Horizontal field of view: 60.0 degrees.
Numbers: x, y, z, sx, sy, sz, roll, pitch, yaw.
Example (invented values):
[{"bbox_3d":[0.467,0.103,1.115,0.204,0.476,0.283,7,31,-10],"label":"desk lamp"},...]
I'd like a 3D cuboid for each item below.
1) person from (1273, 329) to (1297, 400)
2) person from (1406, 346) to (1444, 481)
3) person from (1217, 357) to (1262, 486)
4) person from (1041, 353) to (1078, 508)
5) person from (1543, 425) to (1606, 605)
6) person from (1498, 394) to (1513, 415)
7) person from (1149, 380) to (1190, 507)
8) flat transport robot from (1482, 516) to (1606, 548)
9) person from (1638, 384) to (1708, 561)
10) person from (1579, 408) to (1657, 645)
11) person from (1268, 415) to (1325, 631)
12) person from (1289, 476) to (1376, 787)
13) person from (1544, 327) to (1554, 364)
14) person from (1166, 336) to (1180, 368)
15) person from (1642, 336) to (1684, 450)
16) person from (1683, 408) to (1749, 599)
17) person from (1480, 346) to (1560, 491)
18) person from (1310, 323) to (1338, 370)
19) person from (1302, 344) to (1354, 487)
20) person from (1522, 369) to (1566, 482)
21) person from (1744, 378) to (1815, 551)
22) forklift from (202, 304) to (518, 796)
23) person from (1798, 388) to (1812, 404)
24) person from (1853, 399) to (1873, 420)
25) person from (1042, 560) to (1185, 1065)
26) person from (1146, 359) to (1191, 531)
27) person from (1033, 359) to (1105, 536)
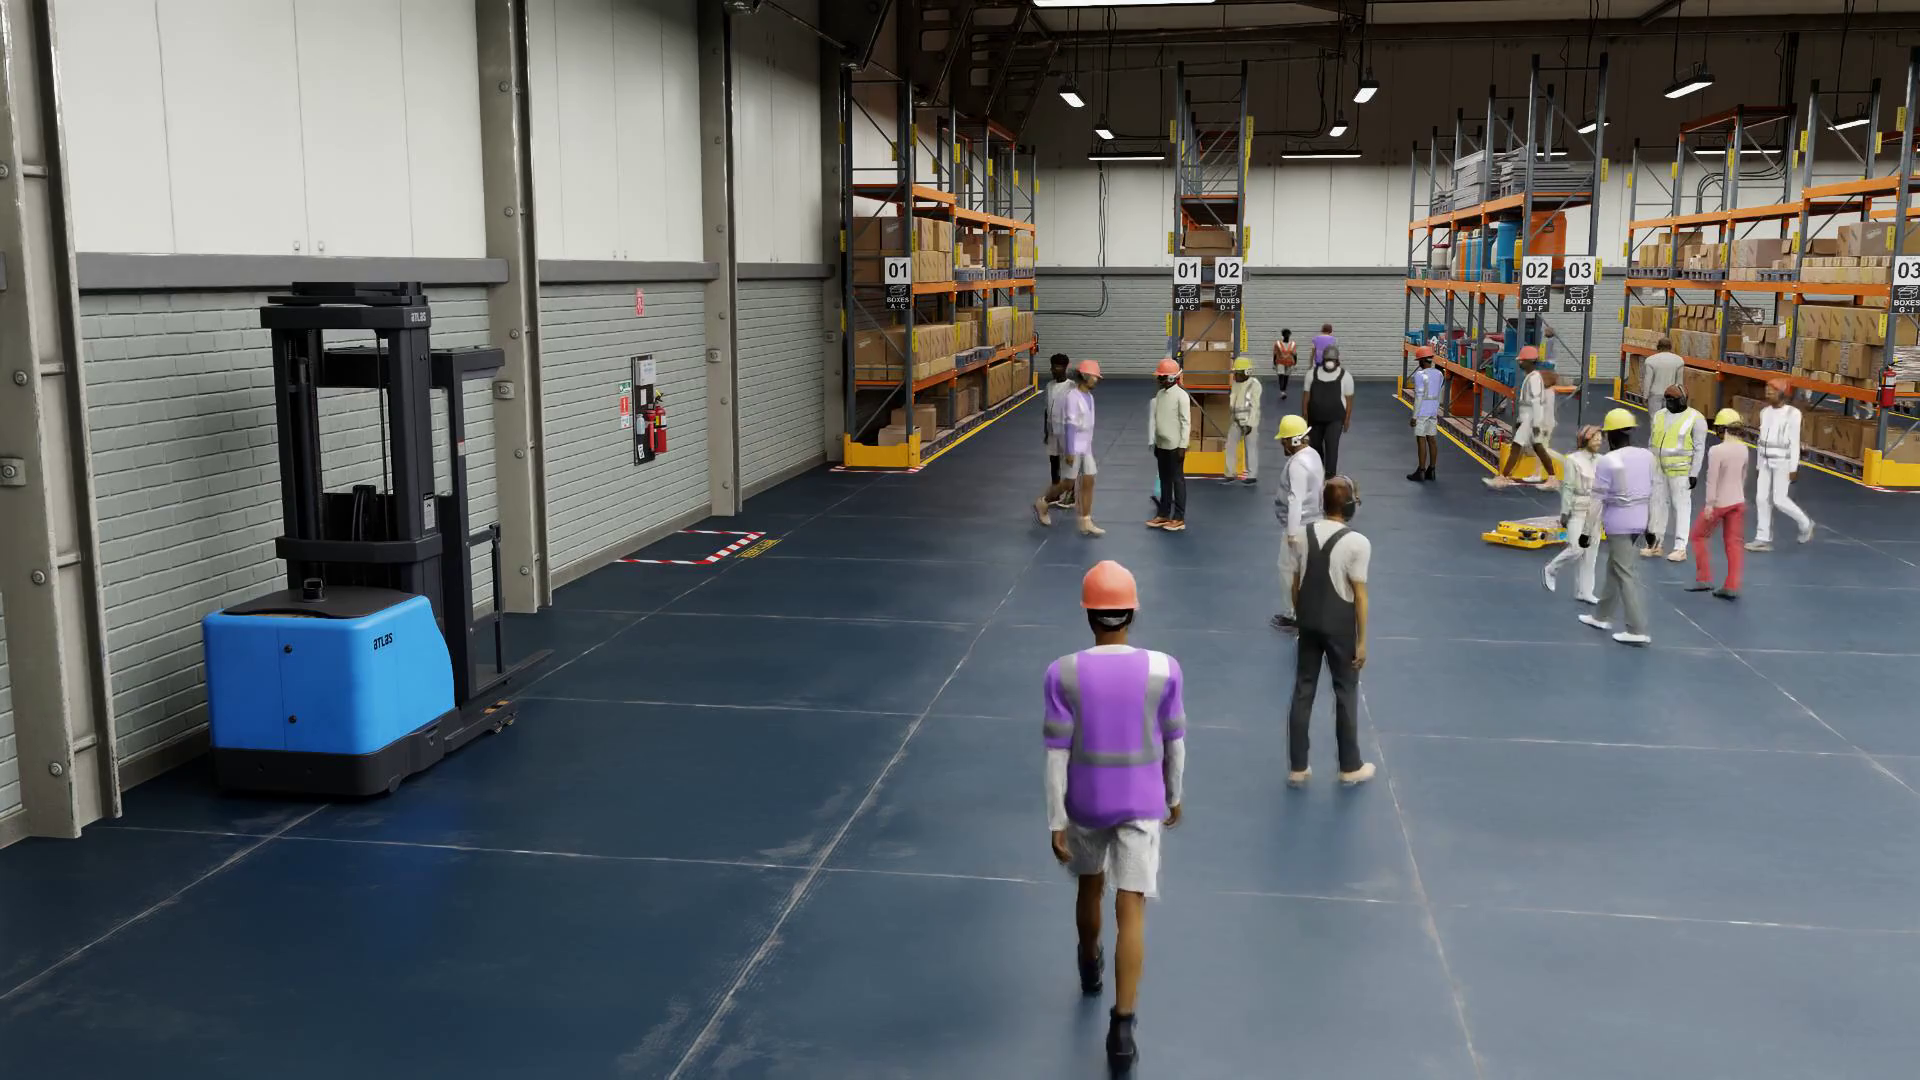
[{"bbox_3d":[7.591,-4.092,38.794,0.546,1.633,0.917,0,9,-1],"label":"person"},{"bbox_3d":[6.694,-1.830,23.969,0.543,1.938,0.356,-7,11,-36],"label":"person"},{"bbox_3d":[3.906,-1.641,23.206,0.713,1.800,0.598,-7,11,-35],"label":"person"},{"bbox_3d":[1.286,-1.404,21.250,0.361,1.963,0.618,-8,12,-41],"label":"person"},{"bbox_3d":[5.635,-0.245,15.122,0.522,1.622,0.500,-5,10,-27],"label":"person"},{"bbox_3d":[11.592,-3.614,34.943,0.604,1.948,0.386,7,12,37],"label":"person"},{"bbox_3d":[2.658,-1.296,21.356,0.536,1.724,0.898,5,11,31],"label":"person"},{"bbox_3d":[6.593,-0.106,18.594,1.431,0.197,0.652,-5,11,-30],"label":"flat transport robot"},{"bbox_3d":[7.439,-0.710,17.380,0.429,1.837,0.621,-6,11,-31],"label":"person"},{"bbox_3d":[5.323,-0.128,13.602,0.599,1.887,0.883,-5,10,-27],"label":"person"},{"bbox_3d":[2.842,-0.148,13.991,0.419,1.815,0.609,5,10,26],"label":"person"},{"bbox_3d":[2.178,0.541,9.760,0.513,1.822,0.582,8,12,40],"label":"person"},{"bbox_3d":[14.665,-4.476,41.284,0.629,1.610,0.509,4,10,25],"label":"person"},{"bbox_3d":[5.323,-4.562,40.928,0.441,1.900,0.702,-8,12,-42],"label":"person"},{"bbox_3d":[11.490,-2.357,27.217,0.633,1.936,0.353,1,9,3],"label":"person"},{"bbox_3d":[7.007,-0.345,15.386,0.544,1.741,0.612,-4,10,-26],"label":"person"},{"bbox_3d":[7.750,-1.653,22.740,1.055,1.986,0.635,3,10,18],"label":"person"},{"bbox_3d":[8.302,-4.004,37.742,0.609,1.808,0.809,5,11,29],"label":"person"},{"bbox_3d":[5.138,-1.745,23.258,0.686,2.000,0.853,4,10,24],"label":"person"},{"bbox_3d":[8.417,-1.623,23.711,0.607,1.618,0.505,2,10,14],"label":"person"},{"bbox_3d":[8.866,-0.811,17.925,0.700,1.864,0.605,-2,10,-14],"label":"person"},{"bbox_3d":[-3.673,-0.038,10.147,1.129,2.768,1.873,1,9,9],"label":"forklift"},{"bbox_3d":[19.494,-4.080,38.179,0.585,1.841,0.977,3,10,20],"label":"person"},{"bbox_3d":[18.129,-3.310,33.305,0.615,1.870,1.011,3,10,20],"label":"person"},{"bbox_3d":[0.606,1.021,6.578,0.550,1.887,1.011,1,9,7],"label":"person"},{"bbox_3d":[2.444,-1.117,19.401,0.392,1.991,0.612,-5,10,-26],"label":"person"},{"bbox_3d":[1.273,-1.069,19.075,0.879,2.009,0.640,6,11,33],"label":"person"}]
